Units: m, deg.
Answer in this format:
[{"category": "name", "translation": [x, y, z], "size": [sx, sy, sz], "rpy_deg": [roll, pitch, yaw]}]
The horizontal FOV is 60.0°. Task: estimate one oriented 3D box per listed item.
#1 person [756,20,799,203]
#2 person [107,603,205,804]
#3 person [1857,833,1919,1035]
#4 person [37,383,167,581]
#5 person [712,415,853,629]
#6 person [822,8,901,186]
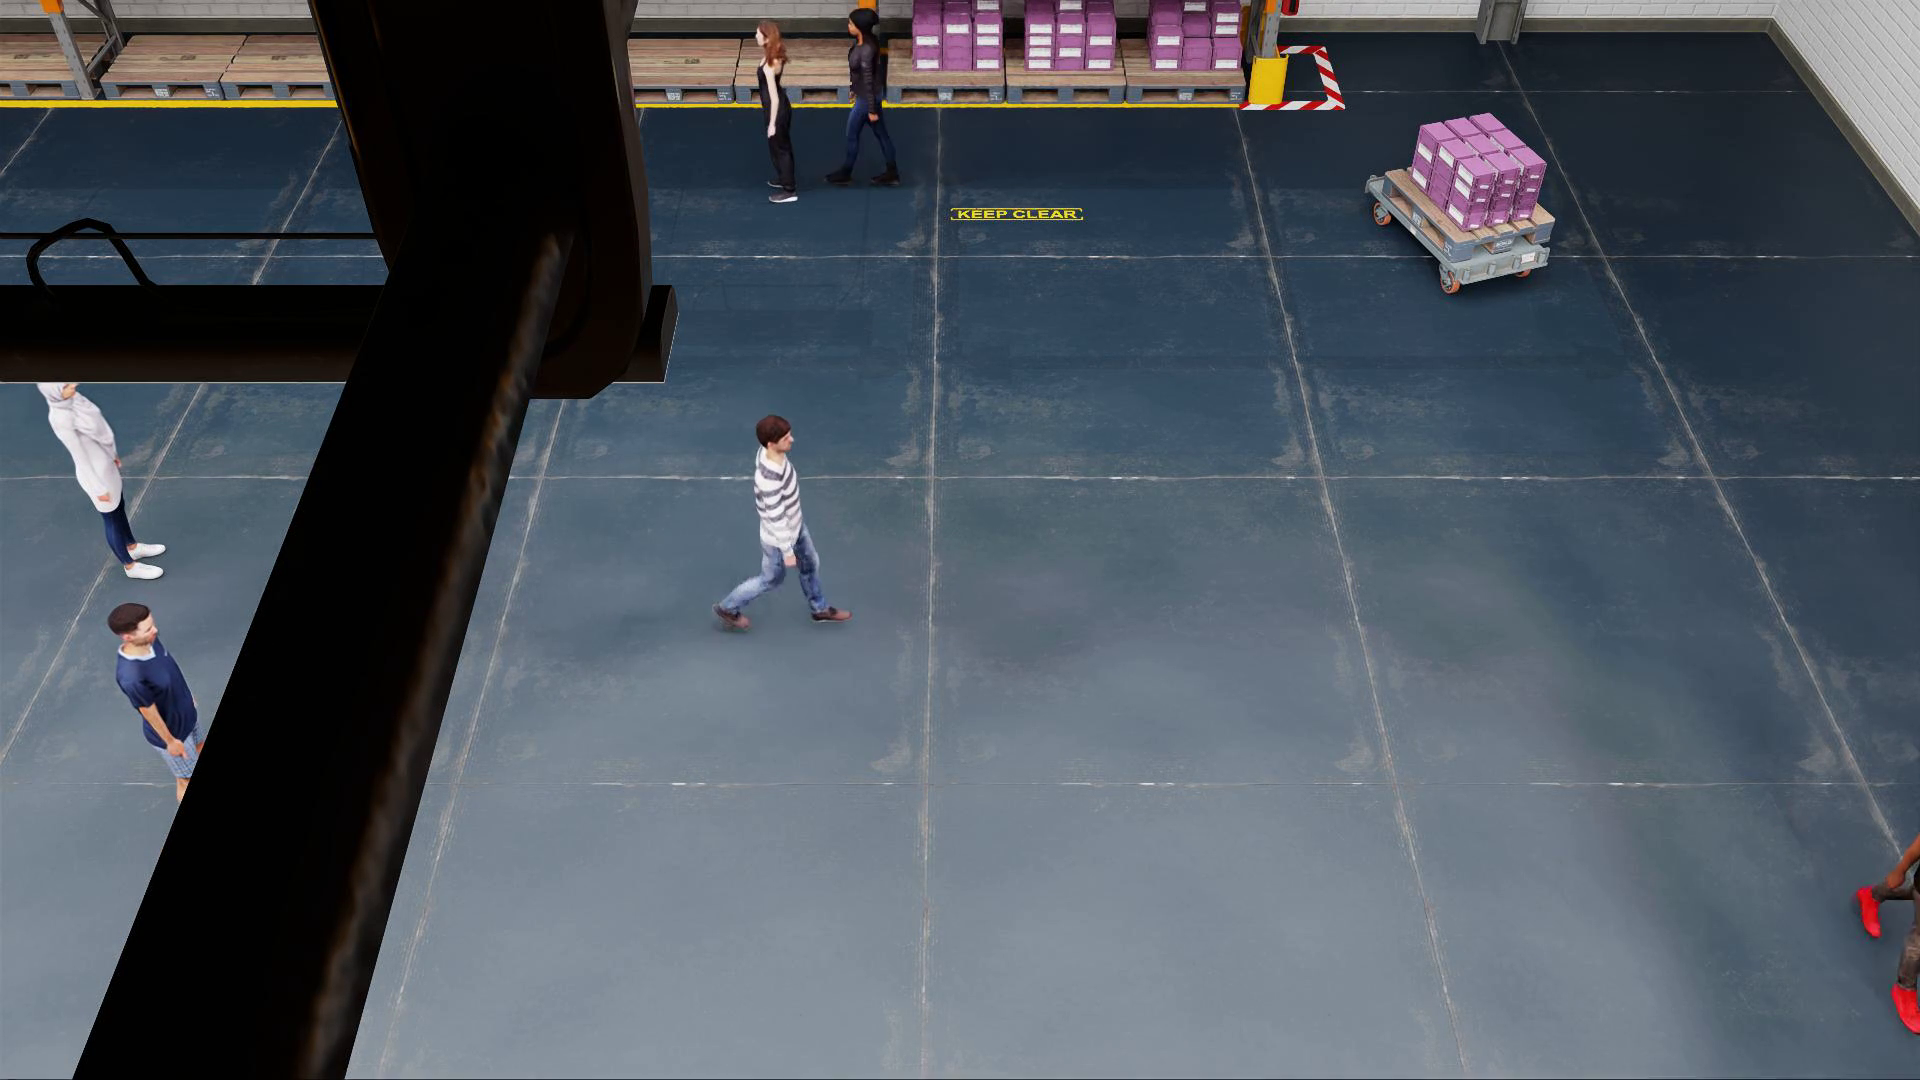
[{"category": "person", "translation": [-1.657, -3.892, 15.085], "size": [0.514, 1.746, 0.598], "rpy_deg": [-3, 44, -3]}, {"category": "person", "translation": [-4.660, 1.065, 9.812], "size": [0.618, 1.843, 0.662], "rpy_deg": [-8, 44, -8]}, {"category": "person", "translation": [5.368, 1.774, 9.118], "size": [1.097, 1.772, 0.766], "rpy_deg": [-2, 44, -2]}, {"category": "person", "translation": [-5.948, -0.465, 11.466], "size": [0.596, 1.776, 0.653], "rpy_deg": [-9, 44, -9]}, {"category": "person", "translation": [-1.280, -0.053, 11.005], "size": [1.172, 1.815, 0.677], "rpy_deg": [2, 44, 2]}, {"category": "person", "translation": [-0.742, -4.023, 15.239], "size": [0.943, 1.724, 0.656], "rpy_deg": [1, 44, 1]}]
